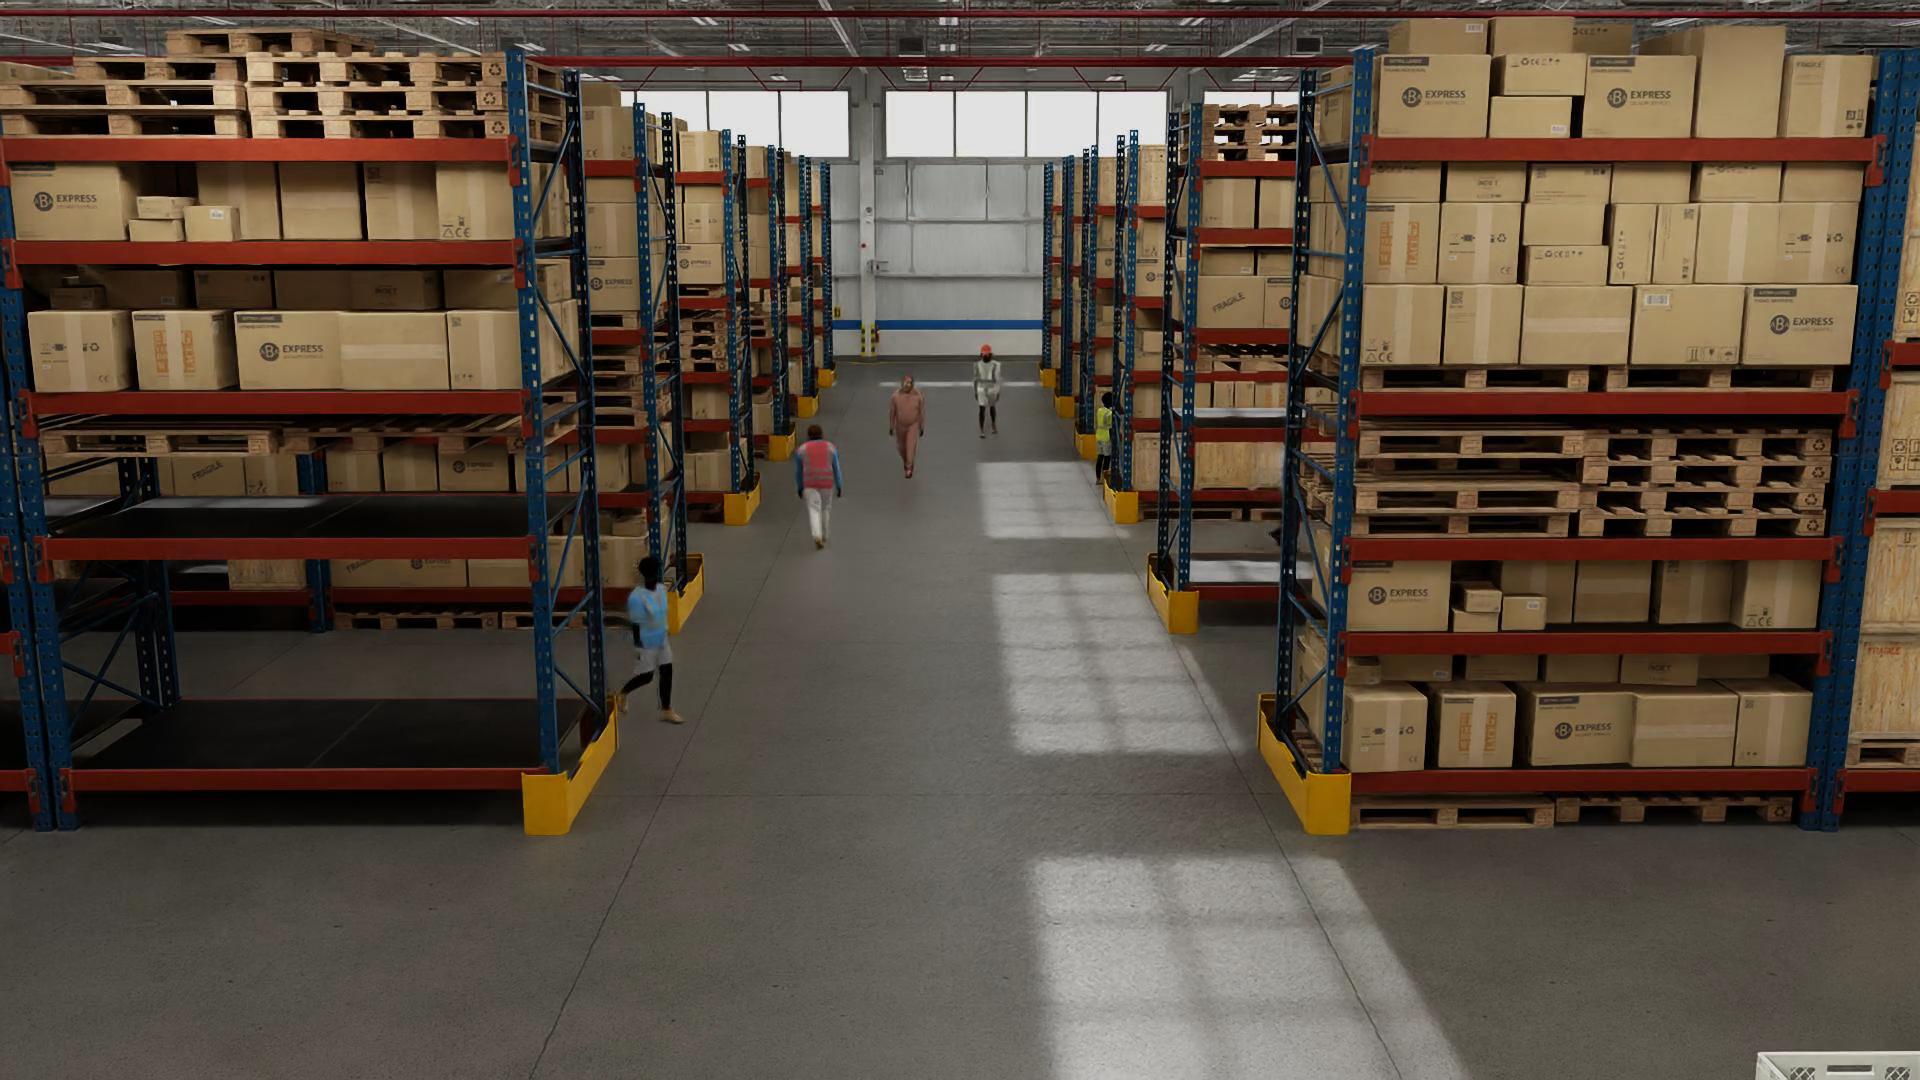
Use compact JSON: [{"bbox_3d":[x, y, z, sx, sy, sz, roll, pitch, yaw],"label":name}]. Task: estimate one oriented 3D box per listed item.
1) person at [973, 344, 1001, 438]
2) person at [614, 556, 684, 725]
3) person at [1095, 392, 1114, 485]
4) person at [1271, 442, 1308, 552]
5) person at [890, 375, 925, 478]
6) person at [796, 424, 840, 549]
[{"bbox_3d":[0.590,-3.240,35.928,0.605,2.018,0.907,1,11,7],"label":"person"},{"bbox_3d":[-3.013,0.952,15.967,0.631,1.671,0.555,6,13,28],"label":"person"},{"bbox_3d":[2.591,-1.782,29.503,0.319,1.690,0.533,-5,12,-24],"label":"person"},{"bbox_3d":[4.719,-0.721,23.641,0.508,1.923,0.565,9,14,37],"label":"person"},{"bbox_3d":[-0.963,-2.117,30.656,0.654,1.890,0.712,2,12,9],"label":"person"},{"bbox_3d":[-2.065,-0.790,24.302,0.635,1.813,0.842,-2,12,-12],"label":"person"}]
